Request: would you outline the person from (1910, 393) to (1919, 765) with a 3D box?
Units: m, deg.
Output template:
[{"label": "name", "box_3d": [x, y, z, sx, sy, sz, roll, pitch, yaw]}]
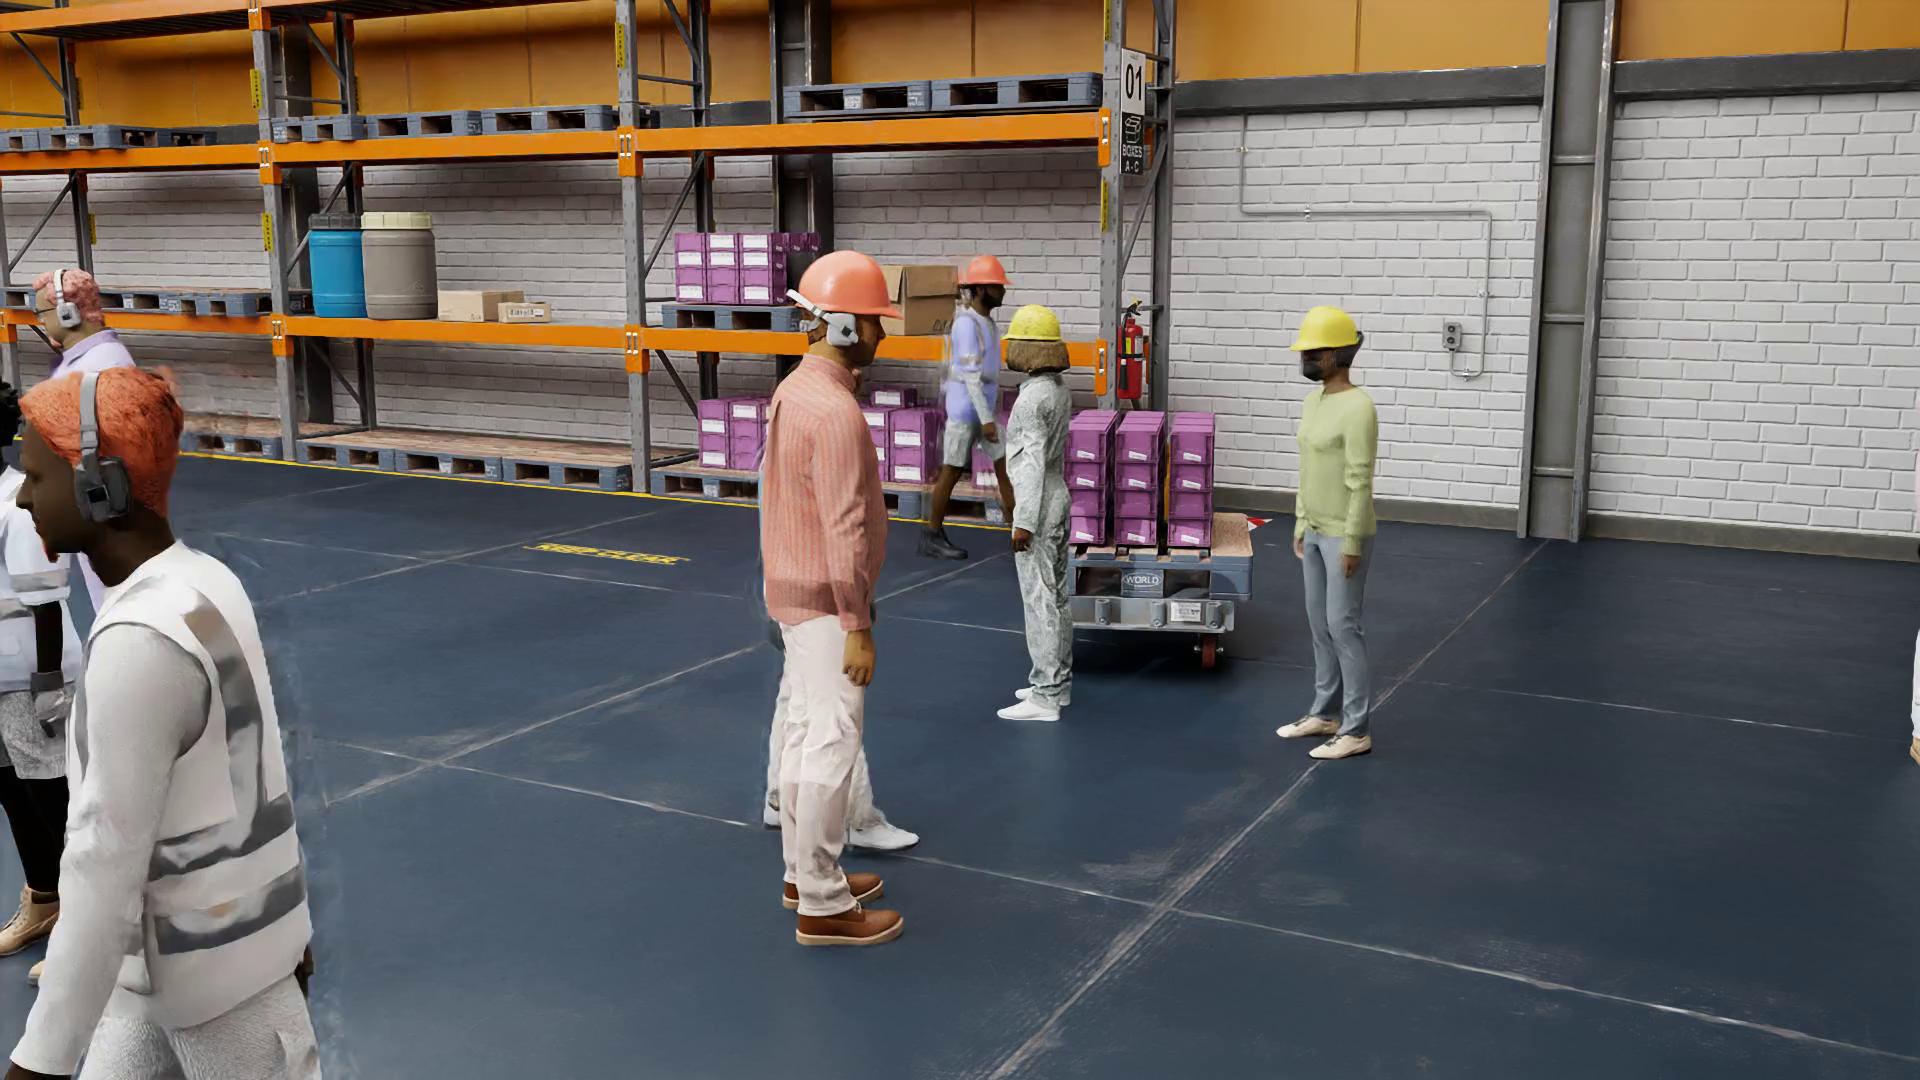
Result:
[{"label": "person", "box_3d": [3.924, -0.029, 6.283, 0.623, 1.844, 0.429, 0, 10, -2]}]

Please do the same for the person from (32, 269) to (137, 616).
[{"label": "person", "box_3d": [-3.359, -0.091, 6.465, 0.401, 1.901, 0.642, -5, 12, -26]}]

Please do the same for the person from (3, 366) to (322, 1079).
[{"label": "person", "box_3d": [-1.159, 0.645, 2.620, 0.976, 1.844, 0.582, -4, 11, -23]}]

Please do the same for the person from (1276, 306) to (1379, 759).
[{"label": "person", "box_3d": [1.441, -0.028, 6.511, 0.345, 1.760, 0.535, -2, 11, -12]}]

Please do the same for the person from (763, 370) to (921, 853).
[{"label": "person", "box_3d": [-0.372, 0.226, 5.478, 0.692, 1.610, 0.534, 3, 11, 16]}]

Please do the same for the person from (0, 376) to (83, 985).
[{"label": "person", "box_3d": [-2.589, 0.369, 4.527, 0.538, 1.693, 0.320, 7, 12, 33]}]

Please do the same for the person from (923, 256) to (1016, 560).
[{"label": "person", "box_3d": [0.195, -0.791, 10.300, 0.976, 1.895, 0.555, 5, 11, 24]}]

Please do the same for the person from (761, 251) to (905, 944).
[{"label": "person", "box_3d": [-0.358, 0.174, 4.784, 0.412, 1.984, 0.621, -3, 11, -17]}]

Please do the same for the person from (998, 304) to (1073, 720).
[{"label": "person", "box_3d": [0.313, -0.112, 7.001, 0.308, 1.743, 0.494, 3, 11, 17]}]
